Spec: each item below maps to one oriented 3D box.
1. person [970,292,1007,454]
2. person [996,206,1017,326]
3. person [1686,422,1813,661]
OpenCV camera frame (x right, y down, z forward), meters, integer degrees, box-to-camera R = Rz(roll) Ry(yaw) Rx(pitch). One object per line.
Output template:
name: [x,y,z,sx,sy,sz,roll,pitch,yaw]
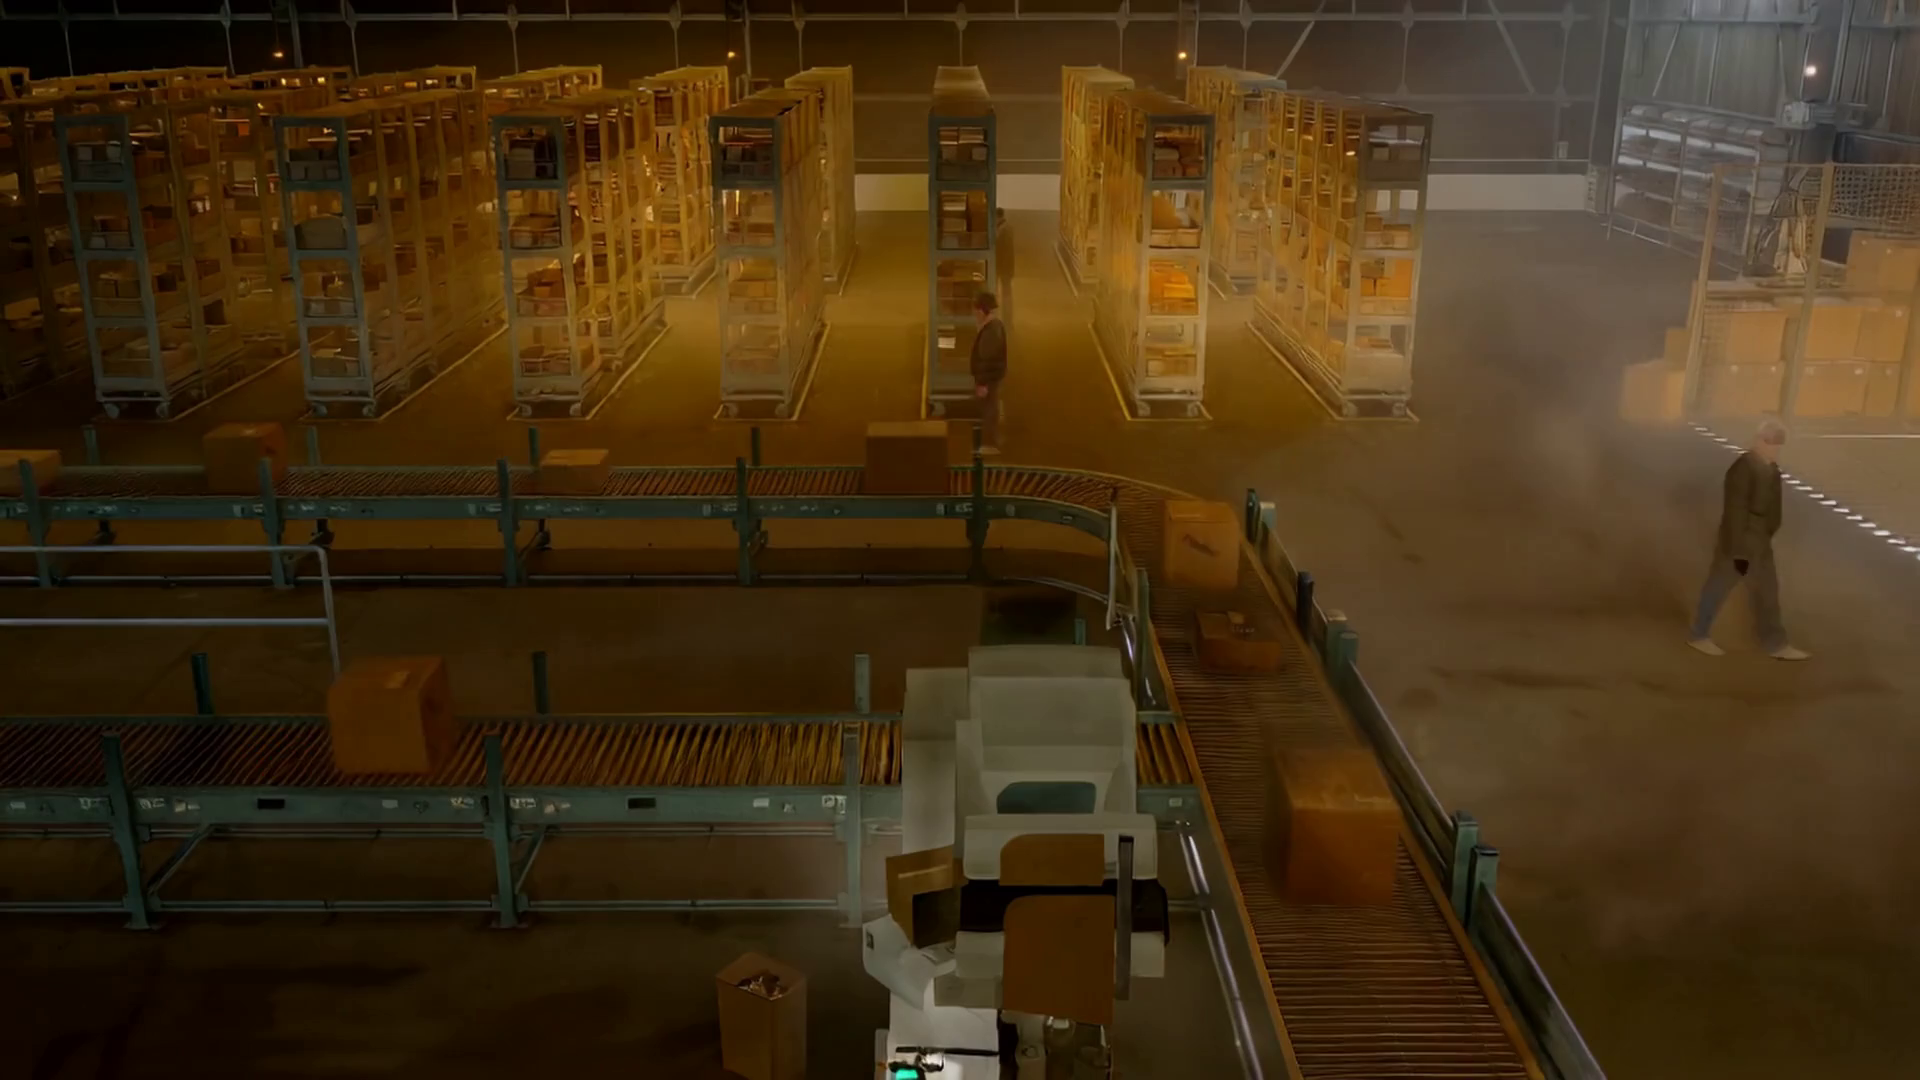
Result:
person: [0.294,-1.830,18.327,0.430,1.817,0.627,2,18,5]
person: [0.621,-4.249,25.765,0.577,1.831,0.396,11,21,31]
person: [6.019,0.042,12.494,0.676,1.864,0.939,-15,23,-39]
